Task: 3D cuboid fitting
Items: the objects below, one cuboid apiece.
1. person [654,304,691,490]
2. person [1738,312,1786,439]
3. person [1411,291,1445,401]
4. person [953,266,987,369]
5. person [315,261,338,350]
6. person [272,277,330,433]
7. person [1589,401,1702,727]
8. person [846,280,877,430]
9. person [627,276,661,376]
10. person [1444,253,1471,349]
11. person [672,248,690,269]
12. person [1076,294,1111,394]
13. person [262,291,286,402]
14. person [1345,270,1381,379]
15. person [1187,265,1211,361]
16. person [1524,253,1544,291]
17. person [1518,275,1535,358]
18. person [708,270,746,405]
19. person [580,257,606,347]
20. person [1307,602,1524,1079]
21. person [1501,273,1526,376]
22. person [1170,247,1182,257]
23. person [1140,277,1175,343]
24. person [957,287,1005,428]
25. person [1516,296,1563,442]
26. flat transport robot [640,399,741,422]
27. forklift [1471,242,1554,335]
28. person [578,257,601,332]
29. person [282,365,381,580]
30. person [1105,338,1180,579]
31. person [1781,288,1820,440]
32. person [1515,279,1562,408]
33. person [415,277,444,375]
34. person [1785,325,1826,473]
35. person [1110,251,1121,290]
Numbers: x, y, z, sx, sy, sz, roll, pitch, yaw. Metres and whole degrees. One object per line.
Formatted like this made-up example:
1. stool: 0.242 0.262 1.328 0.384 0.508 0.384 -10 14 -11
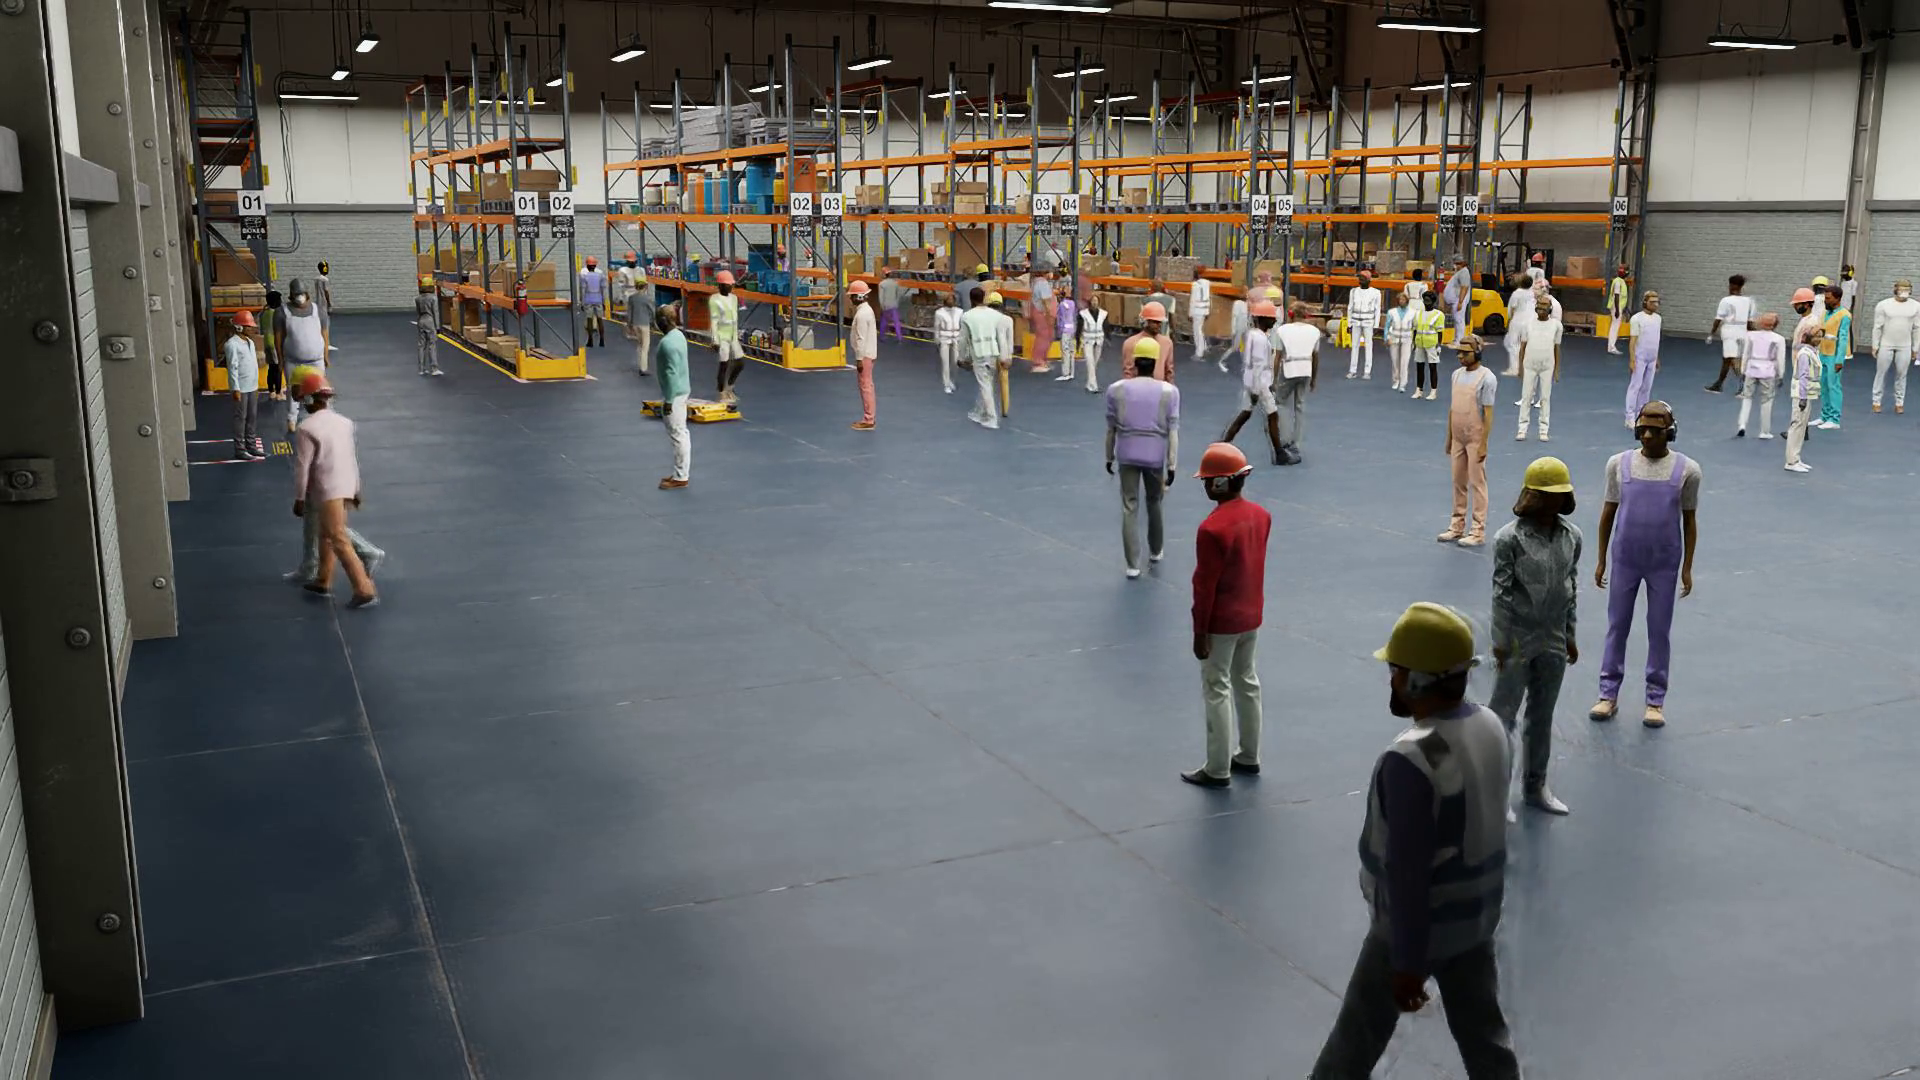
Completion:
1. person: -3.003 -1.492 17.387 0.374 1.934 0.628 0 11 -2
2. person: 10.241 -2.092 21.215 0.388 1.628 0.558 -10 15 -41
3. person: 7.215 -2.998 25.667 0.319 1.693 0.533 -10 15 -41
4. person: 0.191 -4.068 30.520 0.641 1.914 0.492 -3 12 -16
5. person: -13.408 -4.934 35.084 0.507 1.861 0.327 10 15 42
6. person: -8.642 -2.436 21.908 0.688 2.000 0.536 -7 13 -32
7. person: 3.855 0.131 9.361 0.516 1.843 0.327 6 13 28
8. person: -1.308 -2.462 22.197 0.400 1.986 0.606 1 11 6
9. person: -5.617 -3.801 29.558 0.543 1.747 0.497 6 13 28
10. person: 10.571 -5.091 35.406 0.536 2.000 0.676 2 11 9
11. person: -7.577 -7.058 45.528 0.915 2.007 0.624 8 14 37
12. person: 2.142 -3.152 26.701 0.533 1.588 0.901 -4 12 -17
13. person: -10.503 -2.973 25.537 0.535 1.691 0.317 10 15 42
14. person: 7.007 -3.739 28.931 0.572 1.886 0.355 7 13 32
15. person: 4.603 -4.424 32.442 0.494 1.870 0.604 8 14 35
16. person: 13.422 -5.719 38.859 0.379 1.938 0.547 -6 13 -29
17. person: 10.738 -4.170 31.599 0.540 1.695 0.317 -11 15 -43
18. person: -3.491 -3.030 24.972 0.467 2.022 0.632 7 13 33
19. person: -7.920 -5.133 35.883 0.553 1.934 0.366 -6 13 -27
20. person: 1.337 1.057 4.822 0.620 1.779 0.954 -10 15 -43
21. person: 9.760 -3.795 29.353 0.394 1.831 0.520 6 13 28
22. person: 6.606 -8.071 51.093 0.429 1.837 0.627 -10 15 -41
23. person: 3.240 -3.393 27.276 0.580 1.832 0.438 2 11 9
24. person: 0.238 -2.475 22.529 0.602 1.871 0.950 -8 13 -34
25. person: 7.313 -2.157 21.007 0.504 1.839 0.344 4 12 20
26. flat transport robot: -3.808 -1.845 23.421 1.431 0.197 0.652 10 15 41
27. forklift: 13.047 -6.049 39.881 2.313 2.155 1.214 -5 12 -23
28. person: -9.020 -5.996 40.621 0.592 1.790 0.968 -4 12 -20
29. person: -4.942 -0.512 12.951 0.752 1.717 0.494 0 11 -2
30. person: 1.464 -0.677 13.377 0.591 1.886 0.945 1 11 7
31. person: 10.726 -2.239 21.215 0.392 1.926 0.546 4 12 17
32. person: 8.599 -2.922 24.736 0.402 1.904 0.638 -5 12 -24
33. person: -9.501 -3.825 29.759 0.483 1.735 0.343 5 12 22
34. person: 9.451 -1.583 18.605 0.310 1.636 0.523 7 13 33
35. person: 4.168 -6.820 44.625 0.334 1.873 0.517 -4 12 -19
